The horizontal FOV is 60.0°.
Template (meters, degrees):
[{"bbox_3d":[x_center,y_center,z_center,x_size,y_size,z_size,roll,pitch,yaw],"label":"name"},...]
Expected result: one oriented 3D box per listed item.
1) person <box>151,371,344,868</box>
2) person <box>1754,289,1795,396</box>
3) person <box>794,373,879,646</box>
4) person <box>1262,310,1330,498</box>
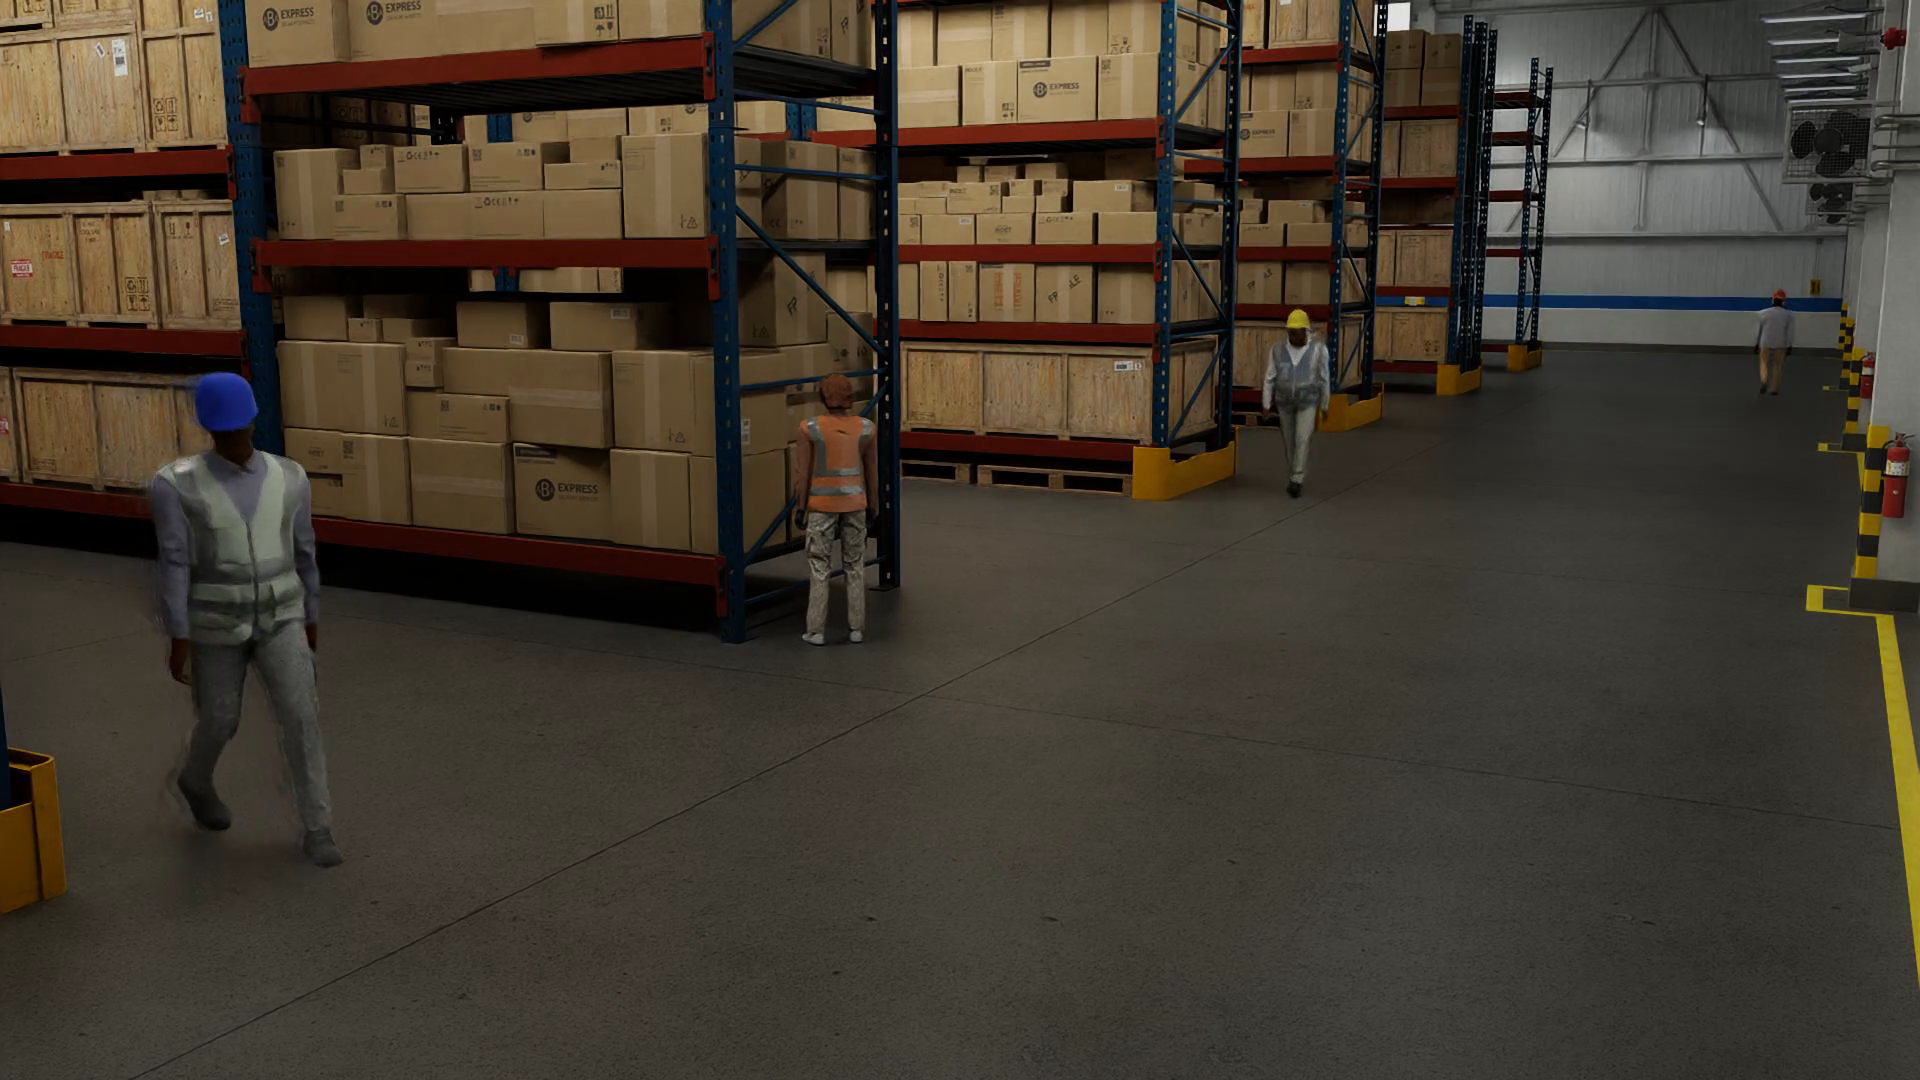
[{"bbox_3d":[-2.788,0.288,6.414,0.617,1.914,0.819,-8,13,-39],"label":"person"},{"bbox_3d":[13.338,-3.227,27.227,0.590,1.736,0.376,5,11,27],"label":"person"},{"bbox_3d":[-0.729,-0.179,9.897,0.527,1.630,0.323,-4,11,-23],"label":"person"},{"bbox_3d":[3.219,-1.314,16.013,0.614,1.781,0.927,4,11,23],"label":"person"}]
